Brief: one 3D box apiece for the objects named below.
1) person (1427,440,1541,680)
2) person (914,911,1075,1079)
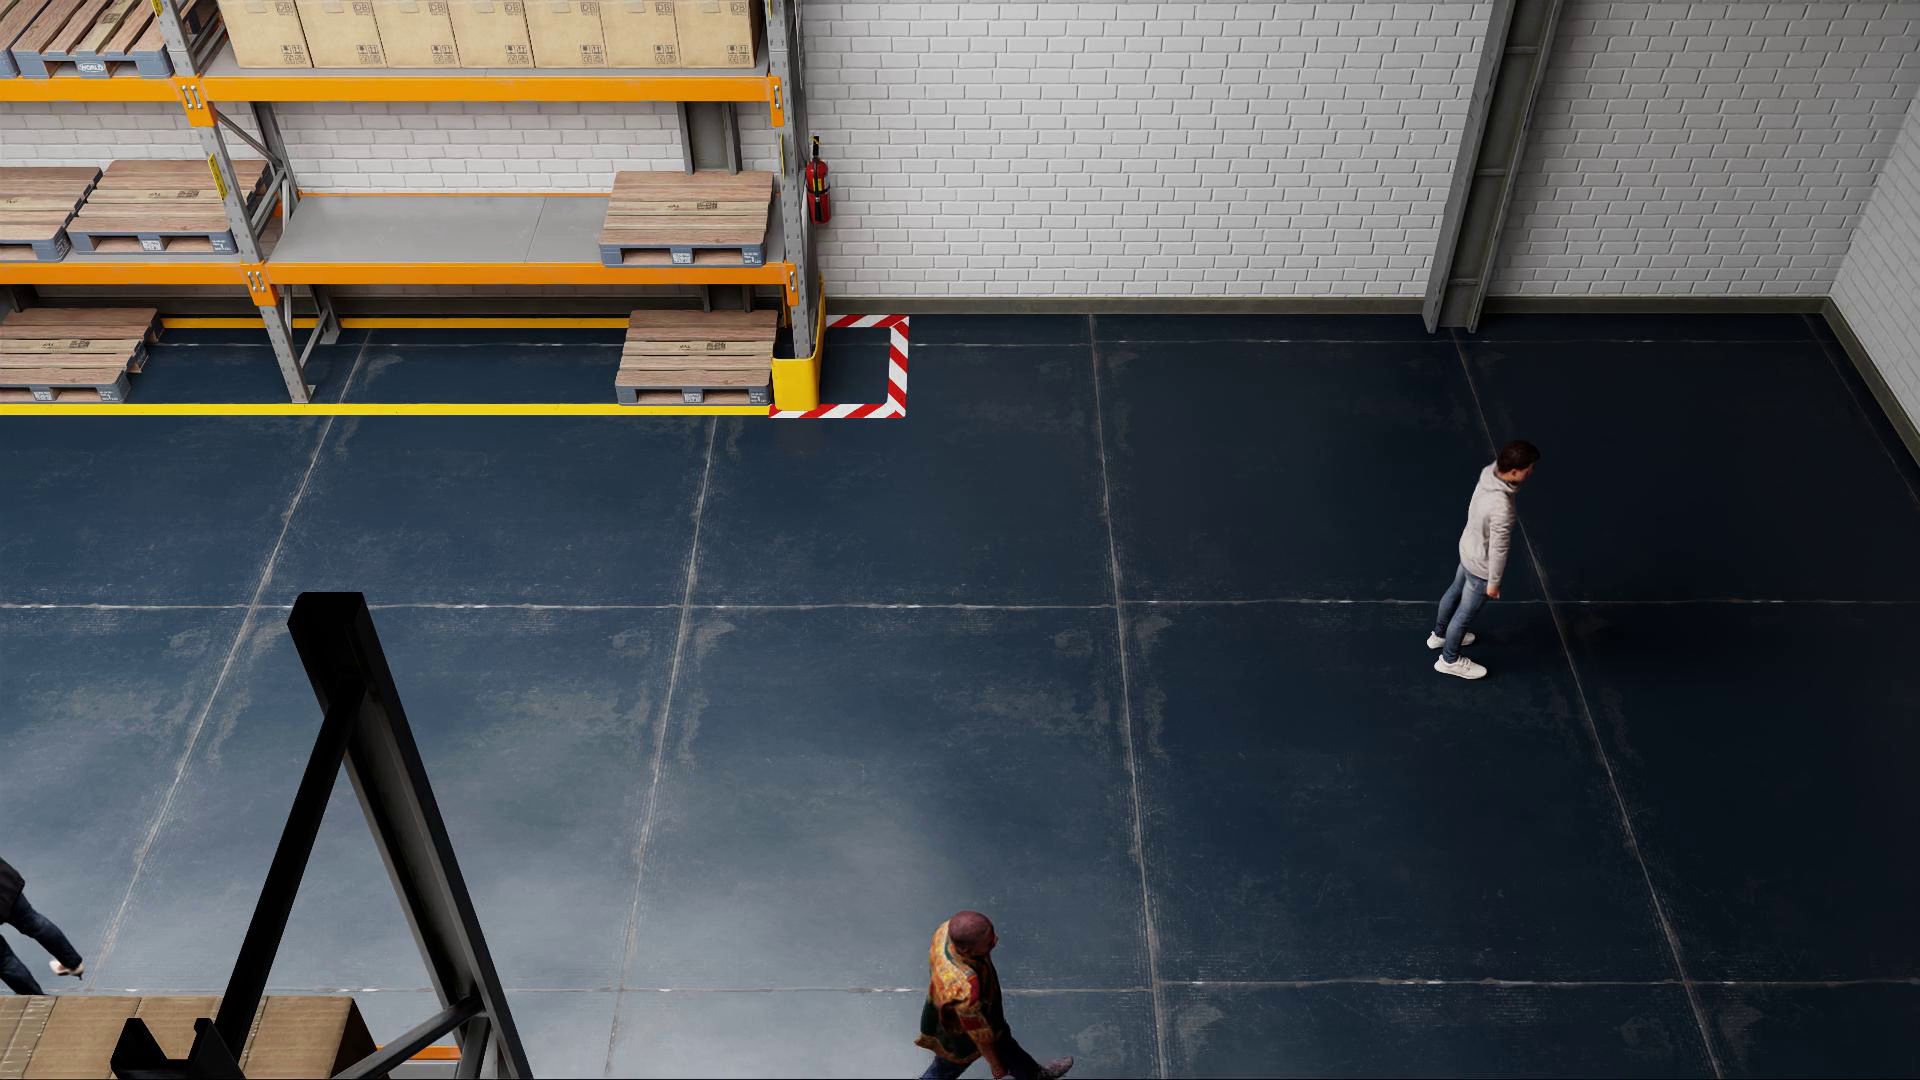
[{"bbox_3d":[3.295,0.097,10.559,0.567,1.845,0.668,2,44,2],"label":"person"},{"bbox_3d":[-0.068,2.402,8.201,1.142,1.761,0.724,-4,44,-4],"label":"person"}]
